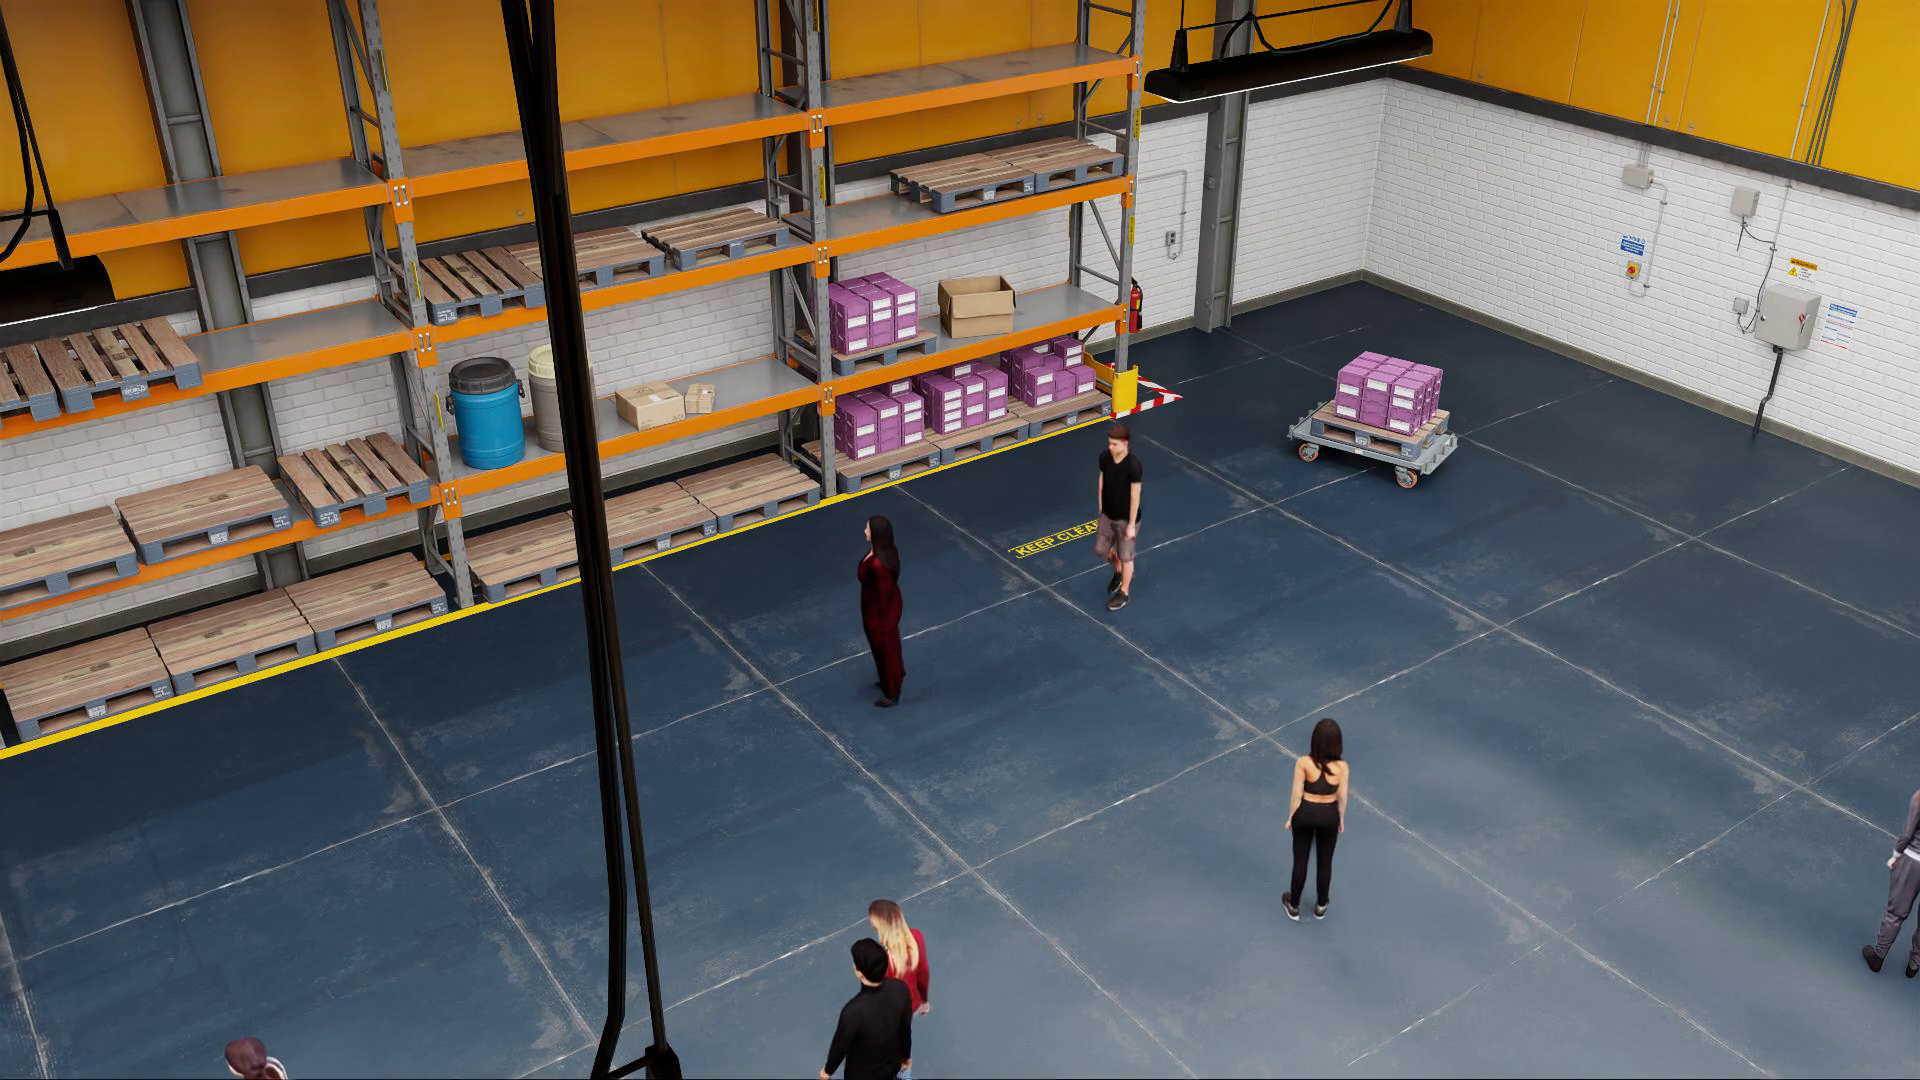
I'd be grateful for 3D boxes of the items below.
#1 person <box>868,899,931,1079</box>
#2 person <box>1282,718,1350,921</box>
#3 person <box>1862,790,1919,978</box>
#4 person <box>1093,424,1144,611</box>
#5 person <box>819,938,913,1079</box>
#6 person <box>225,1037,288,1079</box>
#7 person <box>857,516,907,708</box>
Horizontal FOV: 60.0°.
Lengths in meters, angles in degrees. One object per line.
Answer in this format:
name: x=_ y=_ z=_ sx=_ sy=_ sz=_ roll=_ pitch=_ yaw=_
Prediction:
person: x=-0.326 y=2.846 z=9.949 sx=0.768 sy=1.618 sz=0.694 roll=17 pitch=33 yaw=29
person: x=2.480 y=1.945 z=11.573 sx=0.610 sy=1.644 sz=0.686 roll=2 pitch=29 yaw=4
person: x=6.410 y=2.162 z=11.034 sx=0.655 sy=1.780 sz=0.684 roll=10 pitch=30 yaw=17
person: x=1.548 y=-0.262 z=15.408 sx=0.787 sy=1.846 sz=0.813 roll=22 pitch=35 yaw=34
person: x=-0.479 y=3.030 z=9.529 sx=0.948 sy=1.695 sz=0.834 roll=-25 pitch=37 yaw=-38
person: x=-3.643 y=3.320 z=9.057 sx=0.852 sy=1.640 sz=0.775 roll=1 pitch=29 yaw=2
person: x=-0.640 y=0.582 z=13.955 sx=0.803 sy=1.756 sz=0.777 roll=-1 pitch=29 yaw=-2
